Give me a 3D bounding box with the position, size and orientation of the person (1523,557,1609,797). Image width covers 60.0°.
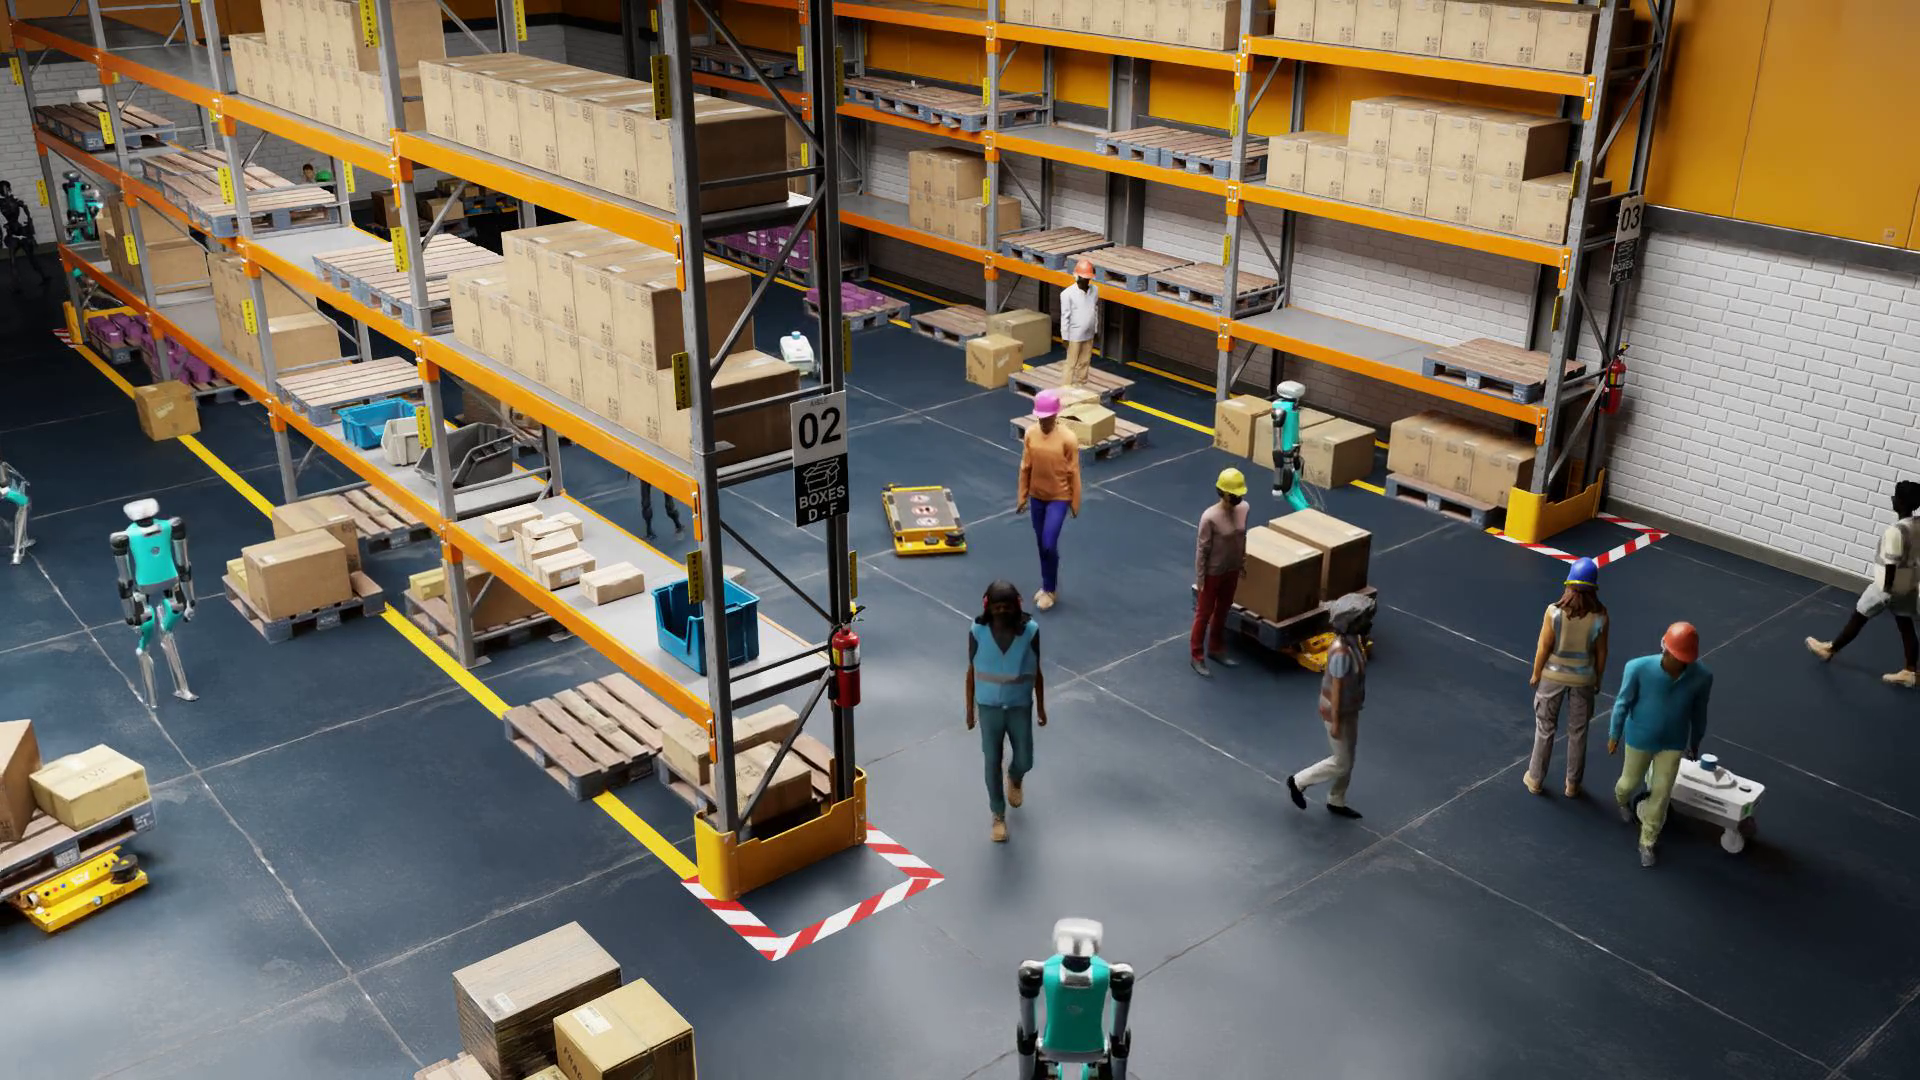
[{"bbox_3d":[4.207,0.952,11.533,0.464,1.777,0.326,5,24,12],"label":"person"}]

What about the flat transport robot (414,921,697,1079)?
[{"bbox_3d":[-2.079,3.096,8.474,1.431,0.231,0.659,-18,29,-36],"label":"flat transport robot"}]

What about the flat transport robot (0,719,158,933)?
[{"bbox_3d":[-5.998,2.082,10.821,1.431,0.231,0.659,16,28,32],"label":"flat transport robot"}]

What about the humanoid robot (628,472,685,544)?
[{"bbox_3d":[-2.842,-0.753,15.625,0.612,1.639,0.421,6,24,13],"label":"humanoid robot"}]

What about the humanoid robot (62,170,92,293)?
[{"bbox_3d":[-12.801,-4.324,23.965,0.561,1.905,0.763,12,26,26],"label":"humanoid robot"}]

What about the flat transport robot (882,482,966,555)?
[{"bbox_3d":[-0.362,-0.219,16.151,0.659,0.231,1.431,-3,24,-7],"label":"flat transport robot"}]

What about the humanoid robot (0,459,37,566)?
[{"bbox_3d":[-8.769,-0.635,15.258,0.590,1.774,0.878,9,25,20],"label":"humanoid robot"}]

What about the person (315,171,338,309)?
[{"bbox_3d":[-8.860,-4.197,23.334,0.412,1.887,0.716,-9,25,-20],"label":"person"}]

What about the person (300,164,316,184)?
[{"bbox_3d":[-9.813,-4.941,25.394,0.456,1.616,0.634,-9,25,-20],"label":"person"}]

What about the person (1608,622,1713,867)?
[{"bbox_3d":[4.556,1.248,10.904,0.594,1.726,0.608,4,24,10],"label":"person"}]

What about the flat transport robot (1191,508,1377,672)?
[{"bbox_3d":[2.716,0.695,14.035,0.659,0.231,1.431,-16,28,-33],"label":"flat transport robot"}]

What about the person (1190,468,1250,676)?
[{"bbox_3d":[2.082,0.248,13.208,0.536,1.764,0.368,-17,28,-33],"label":"person"}]

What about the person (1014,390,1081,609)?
[{"bbox_3d":[0.718,-0.344,14.298,0.542,1.962,0.628,15,27,31],"label":"person"}]

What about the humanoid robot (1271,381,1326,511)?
[{"bbox_3d":[3.114,-0.515,15.022,0.684,1.821,0.542,12,26,26],"label":"humanoid robot"}]

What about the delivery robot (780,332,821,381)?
[{"bbox_3d":[-2.007,-2.254,20.514,0.499,0.603,0.782,-5,24,-11],"label":"delivery robot"}]

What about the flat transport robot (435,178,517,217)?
[{"bbox_3d":[-8.538,-5.804,29.083,1.431,0.231,0.659,-18,29,-36],"label":"flat transport robot"}]

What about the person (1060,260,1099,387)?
[{"bbox_3d":[1.413,-2.402,19.332,0.573,1.747,0.334,-18,29,-36],"label":"person"}]

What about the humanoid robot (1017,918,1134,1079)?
[{"bbox_3d":[0.542,2.487,8.033,0.531,1.798,0.692,1,23,3],"label":"humanoid robot"}]

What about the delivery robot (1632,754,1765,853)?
[{"bbox_3d":[5.007,1.735,11.289,0.807,0.613,0.499,19,30,37],"label":"delivery robot"}]

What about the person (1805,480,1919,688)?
[{"bbox_3d":[7.336,0.316,13.160,0.545,1.636,0.895,-17,28,-34],"label":"person"}]

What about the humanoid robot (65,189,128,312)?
[{"bbox_3d":[-11.984,-3.901,22.828,0.904,1.765,0.538,-10,25,-22],"label":"humanoid robot"}]

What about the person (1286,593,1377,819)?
[{"bbox_3d":[2.542,1.134,11.231,0.438,1.672,0.471,11,26,24],"label":"person"}]

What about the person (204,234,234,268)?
[{"bbox_3d":[-10.118,-3.963,22.908,0.819,1.799,0.522,13,27,27],"label":"person"}]

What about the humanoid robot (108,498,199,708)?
[{"bbox_3d":[-6.169,0.484,12.689,0.700,1.798,0.530,21,31,40],"label":"humanoid robot"}]

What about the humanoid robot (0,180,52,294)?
[{"bbox_3d":[-13.667,-4.425,24.183,0.591,1.648,0.741,1,23,1],"label":"humanoid robot"}]

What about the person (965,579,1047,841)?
[{"bbox_3d":[0.308,1.106,11.083,0.555,1.855,0.482,1,23,2],"label":"person"}]
